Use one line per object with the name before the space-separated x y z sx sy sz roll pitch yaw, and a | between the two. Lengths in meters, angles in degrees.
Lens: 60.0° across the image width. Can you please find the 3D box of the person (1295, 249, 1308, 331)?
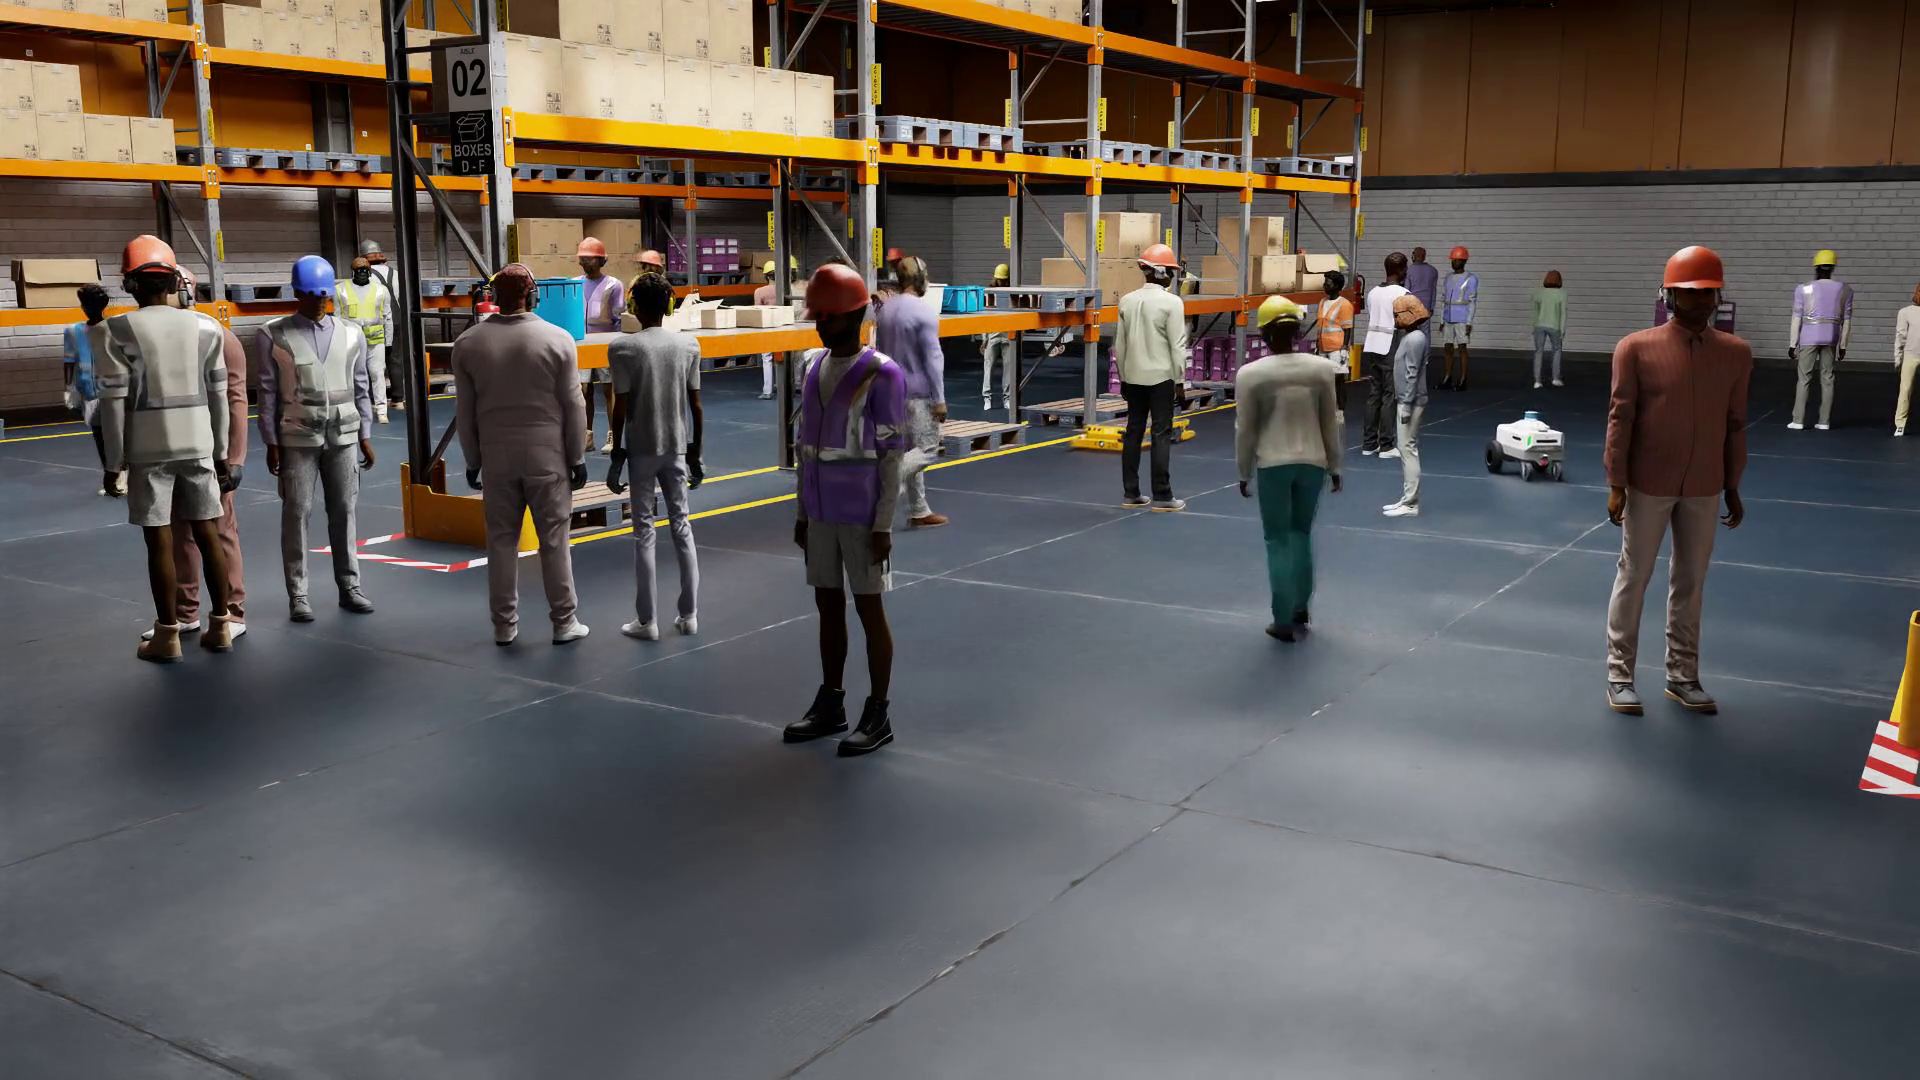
person | 5.310 -3.654 26.336 0.351 1.879 0.577 9 14 42

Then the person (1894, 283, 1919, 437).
person | 9.875 -1.861 17.098 0.493 1.625 0.282 4 11 21

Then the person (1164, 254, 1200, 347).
person | 3.018 -3.047 23.095 0.627 1.837 0.428 0 10 2

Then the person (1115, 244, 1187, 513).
person | 1.444 -1.204 12.438 0.394 1.989 0.616 -10 14 -43

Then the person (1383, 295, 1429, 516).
person | 3.299 -0.988 12.266 0.283 1.623 0.509 2 10 10

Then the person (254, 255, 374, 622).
person | -3.444 -0.546 8.927 0.602 1.943 0.394 -9 13 -40

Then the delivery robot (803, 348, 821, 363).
delivery robot | -2.041 -2.585 23.811 0.477 0.478 0.707 -3 11 -15

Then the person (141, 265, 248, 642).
person | -3.888 -0.422 8.343 0.653 1.906 0.408 3 11 18

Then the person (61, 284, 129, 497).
person | -6.719 -1.149 13.005 0.536 1.679 0.584 0 10 0

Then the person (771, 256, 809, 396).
person | -2.146 -2.762 21.541 0.701 1.830 0.410 -3 11 -15

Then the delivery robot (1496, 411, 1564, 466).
delivery robot | 4.877 -0.857 14.236 0.477 0.478 0.707 -1 10 -4

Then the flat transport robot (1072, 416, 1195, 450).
flat transport robot | 1.729 -1.065 16.438 0.652 0.197 1.431 6 12 32

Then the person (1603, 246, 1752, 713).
person | 3.064 -0.246 7.124 0.608 1.995 0.377 -1 10 -3

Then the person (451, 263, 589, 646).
person | -2.170 -0.418 8.315 0.636 1.911 0.406 0 10 0

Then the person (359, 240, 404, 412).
person | -6.922 -2.536 19.685 0.536 2.000 0.673 6 12 29

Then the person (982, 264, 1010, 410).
person | 0.493 -2.414 19.856 0.483 1.736 0.311 -2 10 -12

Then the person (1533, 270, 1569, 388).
person | 8.111 -2.893 22.870 0.508 1.600 0.673 7 13 36

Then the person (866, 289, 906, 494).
person | -0.563 -1.183 13.320 0.311 1.634 0.519 -8 13 -38

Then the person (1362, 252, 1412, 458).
person | 3.987 -1.719 15.537 0.391 1.911 0.582 -3 11 -17

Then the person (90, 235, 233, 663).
person | -3.826 -0.429 8.000 0.397 2.044 0.609 9 14 42

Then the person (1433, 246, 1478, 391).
person | 6.672 -2.962 22.356 0.367 1.936 0.570 -7 12 -34

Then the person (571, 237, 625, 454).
person | -3.461 -1.831 15.760 0.607 2.048 0.366 3 11 15

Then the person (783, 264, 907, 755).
person | -0.466 -0.117 6.582 0.543 1.932 0.365 9 13 39

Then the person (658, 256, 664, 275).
person | -3.799 -2.647 20.839 0.506 1.846 0.346 8 13 37

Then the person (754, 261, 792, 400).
person | -2.383 -2.666 21.198 0.521 1.758 0.350 -6 12 -29

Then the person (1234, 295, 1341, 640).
person | 1.668 -0.371 8.514 0.543 1.733 0.551 -1 10 -8

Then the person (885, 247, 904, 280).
person | -0.878 -3.494 25.369 0.573 1.914 0.590 -7 12 -34

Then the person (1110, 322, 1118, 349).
person | 3.056 -4.284 29.770 0.803 1.884 0.619 3 11 15

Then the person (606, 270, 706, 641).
person | -1.549 -0.424 8.455 0.532 1.870 0.316 -7 12 -33

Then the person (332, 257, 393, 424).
person | -6.567 -2.186 18.331 0.624 1.837 0.429 -4 11 -19

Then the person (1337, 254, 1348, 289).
person | 5.798 -3.495 25.652 0.441 1.807 0.642 5 11 25

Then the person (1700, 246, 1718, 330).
person | 9.574 -2.841 21.653 0.371 1.941 0.627 -6 12 -30

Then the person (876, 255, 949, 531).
person | -0.385 -0.979 11.383 0.747 1.921 0.636 -7 12 -33

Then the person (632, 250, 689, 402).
person | -3.663 -2.542 20.135 0.884 1.893 0.541 0 10 -2

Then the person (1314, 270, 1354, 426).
person | 4.055 -2.082 18.115 0.322 1.697 0.532 -5 11 -25

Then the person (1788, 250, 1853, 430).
person | 9.149 -2.122 17.738 0.591 1.920 0.395 2 10 9

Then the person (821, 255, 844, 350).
person | -1.621 -2.684 21.119 0.530 1.813 0.963 2 10 12

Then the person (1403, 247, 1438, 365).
person | 7.370 -3.762 26.846 0.637 1.911 0.406 -3 11 -16
